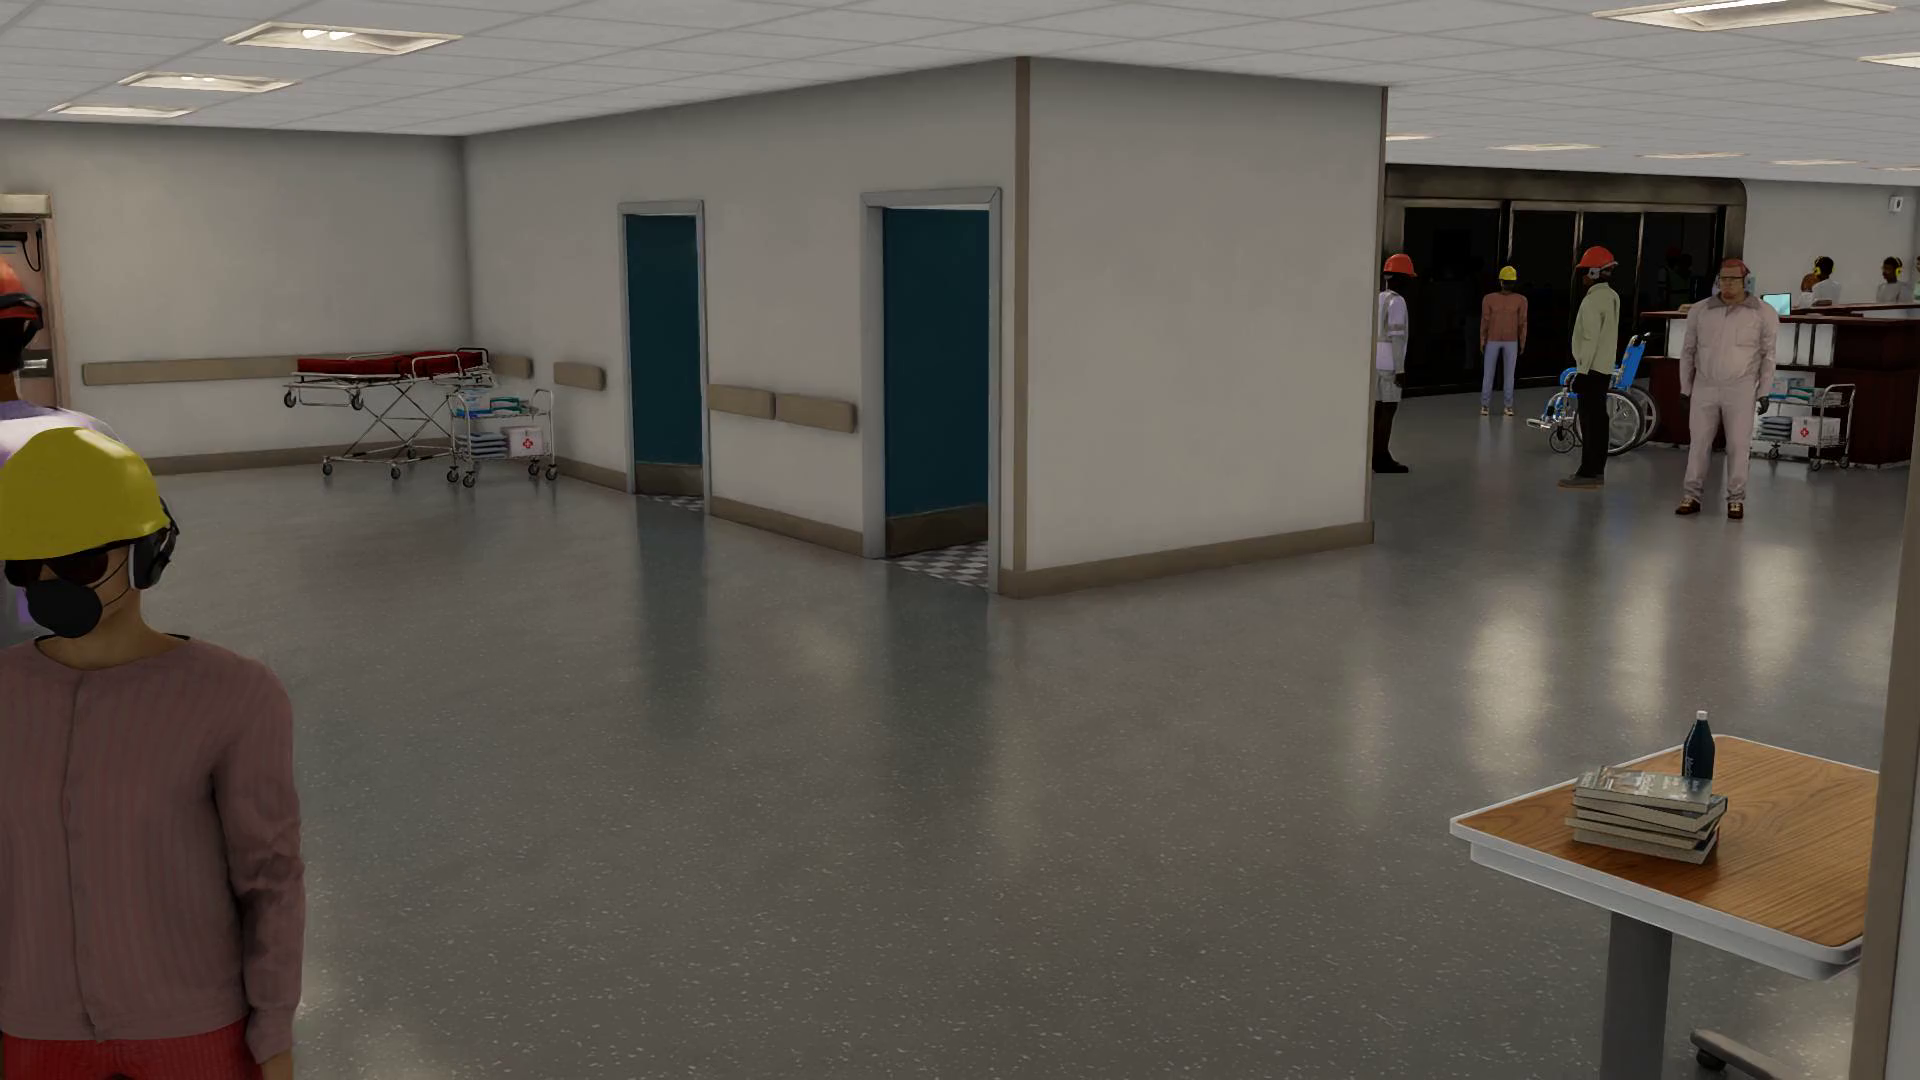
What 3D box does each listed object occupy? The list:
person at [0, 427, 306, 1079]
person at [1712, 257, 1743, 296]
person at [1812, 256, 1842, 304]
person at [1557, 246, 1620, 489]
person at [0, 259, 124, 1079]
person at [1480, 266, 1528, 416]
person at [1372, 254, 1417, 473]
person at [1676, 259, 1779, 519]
[{"bbox_3d":[-1.231,0.713,2.462,0.525,1.769,0.309,-1,10,-4],"label":"person"},{"bbox_3d":[10.384,-2.897,22.519,0.431,1.833,0.626,10,14,44],"label":"person"},{"bbox_3d":[10.474,-2.513,20.257,0.518,1.865,0.330,-6,12,-30],"label":"person"},{"bbox_3d":[5.228,-1.419,13.762,0.382,1.995,0.612,7,12,36],"label":"person"},{"bbox_3d":[-1.960,0.409,3.431,0.409,2.035,0.608,3,10,14],"label":"person"},{"bbox_3d":[6.392,-2.338,19.575,0.529,1.761,0.334,2,10,12],"label":"person"},{"bbox_3d":[3.818,-1.553,14.703,0.390,1.929,0.545,-1,10,-6],"label":"person"},{"bbox_3d":[5.644,-1.110,12.281,0.644,1.907,0.400,7,12,34],"label":"person"}]
